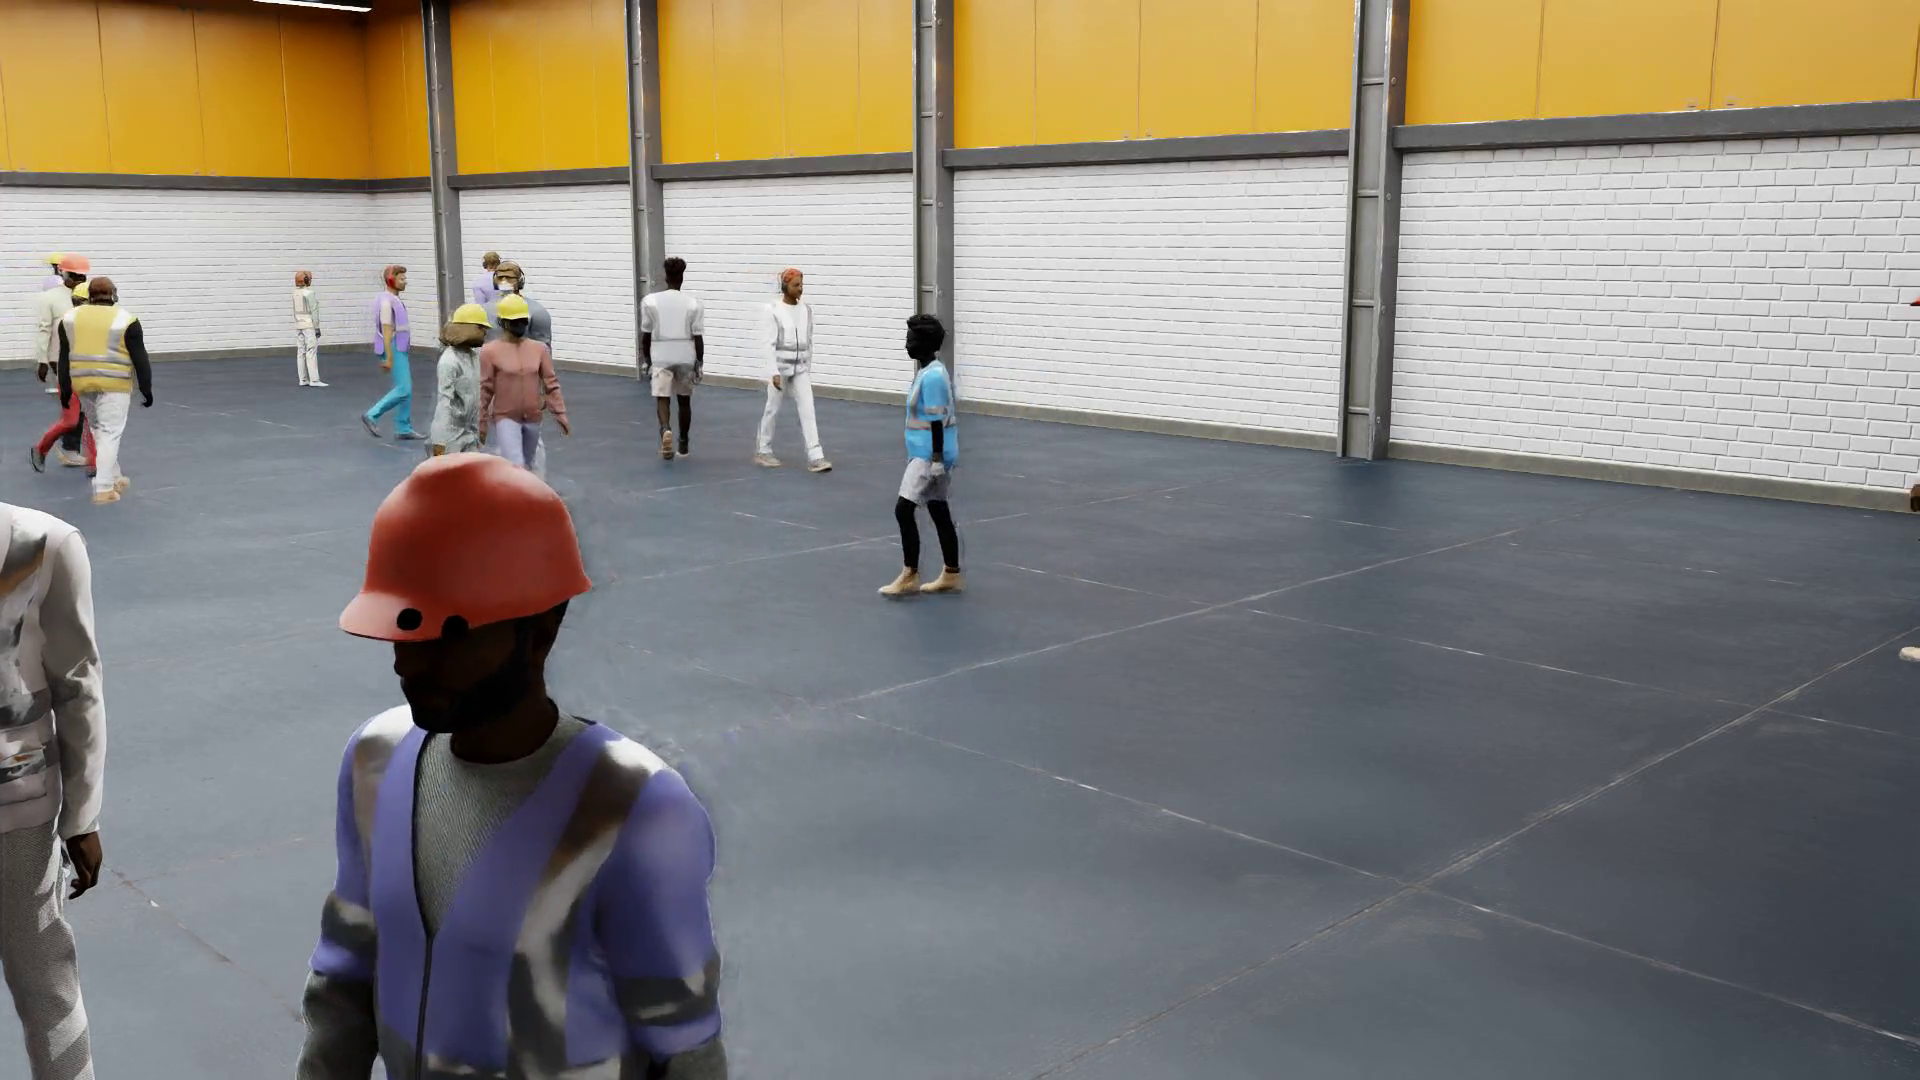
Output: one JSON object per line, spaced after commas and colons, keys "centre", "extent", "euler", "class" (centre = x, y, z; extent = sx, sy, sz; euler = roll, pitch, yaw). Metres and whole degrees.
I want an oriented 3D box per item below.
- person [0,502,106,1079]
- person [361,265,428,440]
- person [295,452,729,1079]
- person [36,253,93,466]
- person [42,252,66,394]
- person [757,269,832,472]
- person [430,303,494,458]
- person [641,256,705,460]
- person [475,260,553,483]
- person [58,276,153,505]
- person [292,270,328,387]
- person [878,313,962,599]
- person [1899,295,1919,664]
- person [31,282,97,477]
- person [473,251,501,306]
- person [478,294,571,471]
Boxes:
{"centre": [-2.073, 0.574, 3.446], "extent": [0.575, 1.883, 0.355], "euler": [-2, 11, -10], "class": "person"}
{"centre": [-5.883, -1.927, 17.237], "extent": [0.526, 1.831, 0.565], "euler": [-2, 11, -10], "class": "person"}
{"centre": [-0.568, 0.820, 2.126], "extent": [0.550, 1.890, 1.011], "euler": [7, 12, 33], "class": "person"}
{"centre": [-8.152, -1.655, 15.362], "extent": [0.579, 1.962, 0.629], "euler": [4, 11, 23], "class": "person"}
{"centre": [-12.094, -2.943, 22.593], "extent": [0.605, 1.893, 0.853], "euler": [5, 12, 26], "class": "person"}
{"centre": [-1.542, -1.538, 15.107], "extent": [0.576, 1.836, 0.989], "euler": [-8, 13, -36], "class": "person"}
{"centre": [-3.347, -0.672, 10.749], "extent": [0.696, 1.698, 0.557], "euler": [1, 10, 3], "class": "person"}
{"centre": [-2.714, -1.706, 15.731], "extent": [0.612, 1.940, 0.808], "euler": [-2, 11, -9], "class": "person"}
{"centre": [-3.436, -1.169, 12.793], "extent": [0.636, 1.939, 0.363], "euler": [3, 11, 16], "class": "person"}
{"centre": [-6.859, -1.220, 13.454], "extent": [0.639, 1.797, 0.871], "euler": [0, 10, 1], "class": "person"}
{"centre": [-9.199, -2.973, 23.440], "extent": [0.514, 1.644, 0.307], "euler": [7, 13, 35], "class": "person"}
{"centre": [-0.270, -0.482, 9.763], "extent": [0.633, 1.673, 0.547], "euler": [-1, 10, -3], "class": "person"}
{"centre": [4.888, -0.356, 8.187], "extent": [0.525, 2.011, 0.612], "euler": [10, 14, 42], "class": "person"}
{"centre": [-7.828, -1.402, 14.639], "extent": [0.680, 1.721, 0.575], "euler": [2, 11, 9], "class": "person"}
{"centre": [-5.875, -2.688, 21.095], "extent": [0.627, 1.935, 0.372], "euler": [-10, 14, -44], "class": "person"}
{"centre": [-2.967, -0.807, 11.376], "extent": [0.555, 1.724, 0.871], "euler": [-10, 14, -43], "class": "person"}
